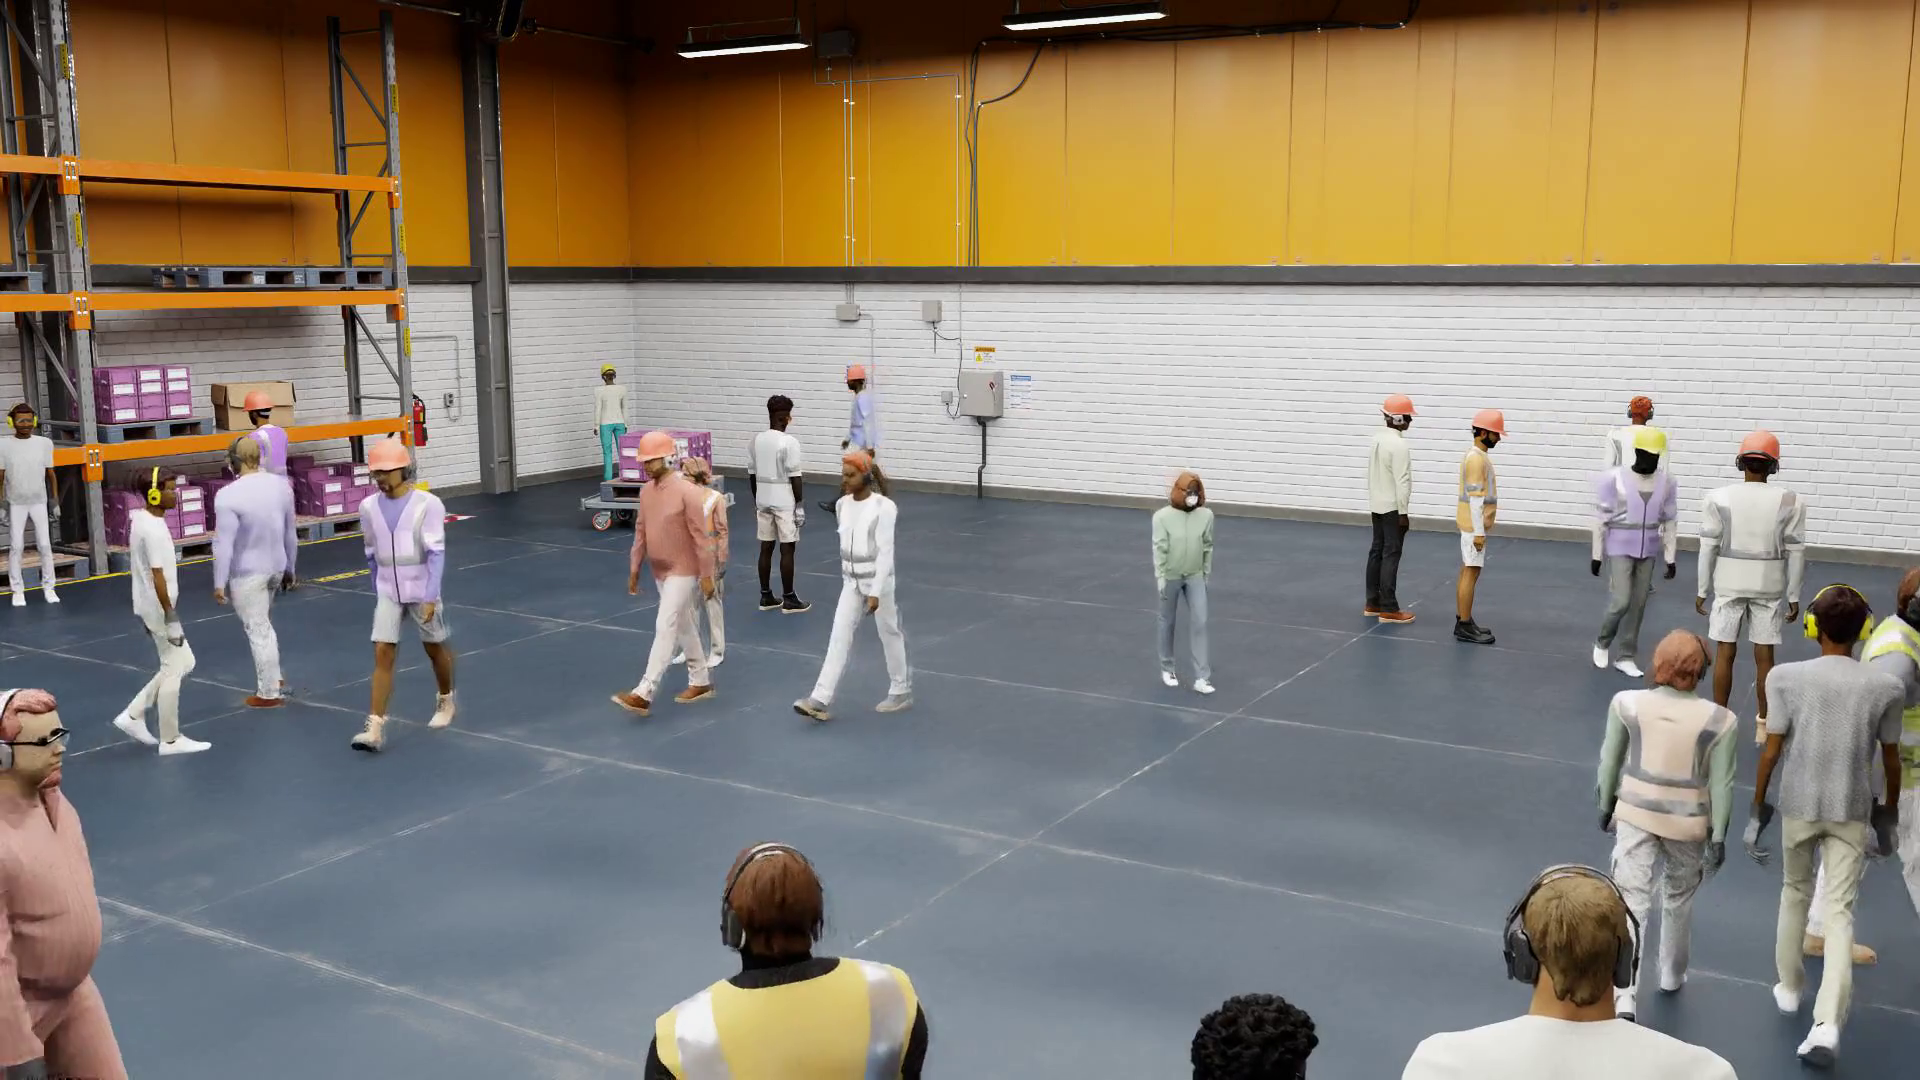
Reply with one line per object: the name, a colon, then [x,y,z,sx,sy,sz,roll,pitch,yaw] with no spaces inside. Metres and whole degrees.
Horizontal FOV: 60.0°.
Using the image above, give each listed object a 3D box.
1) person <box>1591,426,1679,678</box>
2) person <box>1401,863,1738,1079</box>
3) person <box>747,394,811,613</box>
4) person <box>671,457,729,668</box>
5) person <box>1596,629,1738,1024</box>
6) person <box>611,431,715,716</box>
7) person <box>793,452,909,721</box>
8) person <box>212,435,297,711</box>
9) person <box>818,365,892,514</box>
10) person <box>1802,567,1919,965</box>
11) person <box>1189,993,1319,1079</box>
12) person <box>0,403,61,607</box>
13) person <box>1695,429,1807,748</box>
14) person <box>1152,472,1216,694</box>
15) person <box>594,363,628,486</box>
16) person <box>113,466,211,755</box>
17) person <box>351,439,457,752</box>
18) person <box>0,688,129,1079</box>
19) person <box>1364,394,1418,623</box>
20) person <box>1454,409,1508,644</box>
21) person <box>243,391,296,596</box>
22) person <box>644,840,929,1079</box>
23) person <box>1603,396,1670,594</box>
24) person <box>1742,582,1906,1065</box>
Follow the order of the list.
person: [5.063,0.093,12.457,0.599,1.904,0.445,-1,9,-7]
person: [1.143,1.561,3.204,0.630,1.938,0.372,1,9,6]
person: [-1.620,-0.323,14.889,0.602,1.959,0.371,7,11,36]
person: [-2.012,0.170,12.819,0.521,1.636,0.311,5,10,26]
person: [2.841,1.162,6.752,0.528,1.609,0.820,5,10,29]
person: [-2.097,0.232,11.471,0.635,1.941,0.996,9,13,44]
person: [-0.695,0.327,11.258,0.581,1.822,1.009,7,12,39]
person: [-4.926,0.233,11.514,0.515,1.925,0.654,3,10,20]
person: [-1.272,-1.253,20.923,0.974,1.889,0.560,0,9,2]
person: [4.126,1.004,7.099,0.909,1.792,0.615,5,10,29]
person: [0.523,1.685,3.186,0.319,1.693,0.532,-3,10,-20]
person: [-8.528,-0.324,15.220,0.519,1.860,0.320,-6,11,-35]
person: [5.066,0.309,10.690,0.615,2.040,0.391,4,10,23]
person: [1.631,0.316,12.007,0.496,1.600,0.762,-2,9,-11]
person: [-4.979,-1.636,23.717,0.524,1.760,0.326,-7,11,-37]
person: [-5.000,0.457,10.368,0.448,1.847,0.531,-5,10,-28]
person: [-3.588,0.335,10.715,0.617,1.982,1.074,1,9,8]
person: [-2.748,1.340,4.859,1.014,1.859,0.664,-1,9,-5]
person: [3.771,-0.281,14.518,0.389,1.992,0.625,-2,9,-10]
person: [4.284,-0.119,13.712,0.372,1.929,0.543,2,9,14]
person: [-6.537,-0.435,15.663,0.370,1.933,0.551,1,9,6]
person: [-0.363,1.554,3.616,0.649,1.820,0.693,-3,10,-18]
person: [6.391,-0.421,15.749,0.582,1.877,0.338,5,10,28]
person: [3.380,1.094,6.509,0.565,1.838,0.910,4,10,25]
